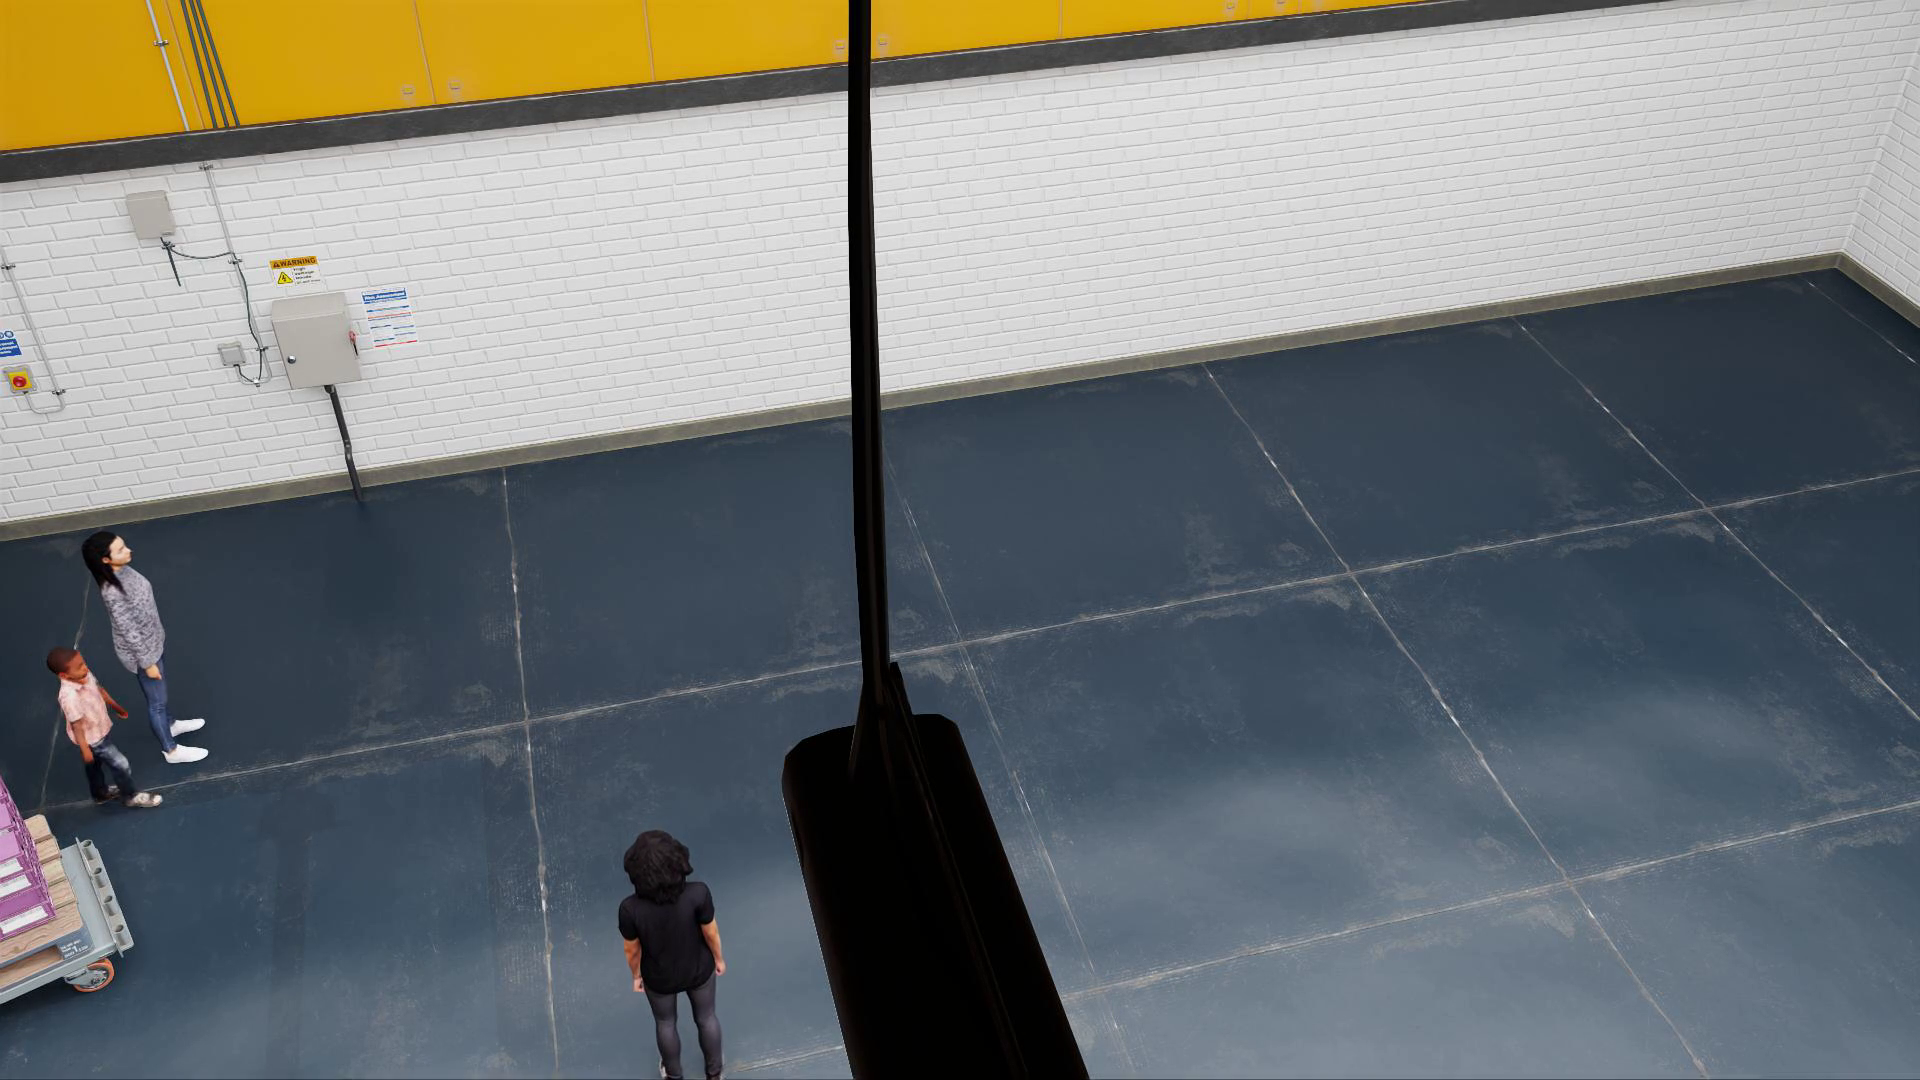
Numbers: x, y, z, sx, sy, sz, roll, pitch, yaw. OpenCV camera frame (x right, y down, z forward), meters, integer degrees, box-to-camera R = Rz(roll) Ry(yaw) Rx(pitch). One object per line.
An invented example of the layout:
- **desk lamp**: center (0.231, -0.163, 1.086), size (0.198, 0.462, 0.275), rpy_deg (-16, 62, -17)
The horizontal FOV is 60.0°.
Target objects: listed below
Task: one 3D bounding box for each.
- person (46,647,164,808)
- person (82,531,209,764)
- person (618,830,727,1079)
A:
- **person**: center (-5.322, 1.161, 10.050), size (0.604, 1.291, 0.570), rpy_deg (-14, 41, -17)
- **person**: center (-5.094, 0.647, 10.340), size (0.689, 1.732, 0.488), rpy_deg (-13, 40, -16)
- **person**: center (-1.428, 2.151, 8.380), size (0.641, 1.827, 0.527), rpy_deg (-8, 39, -10)
